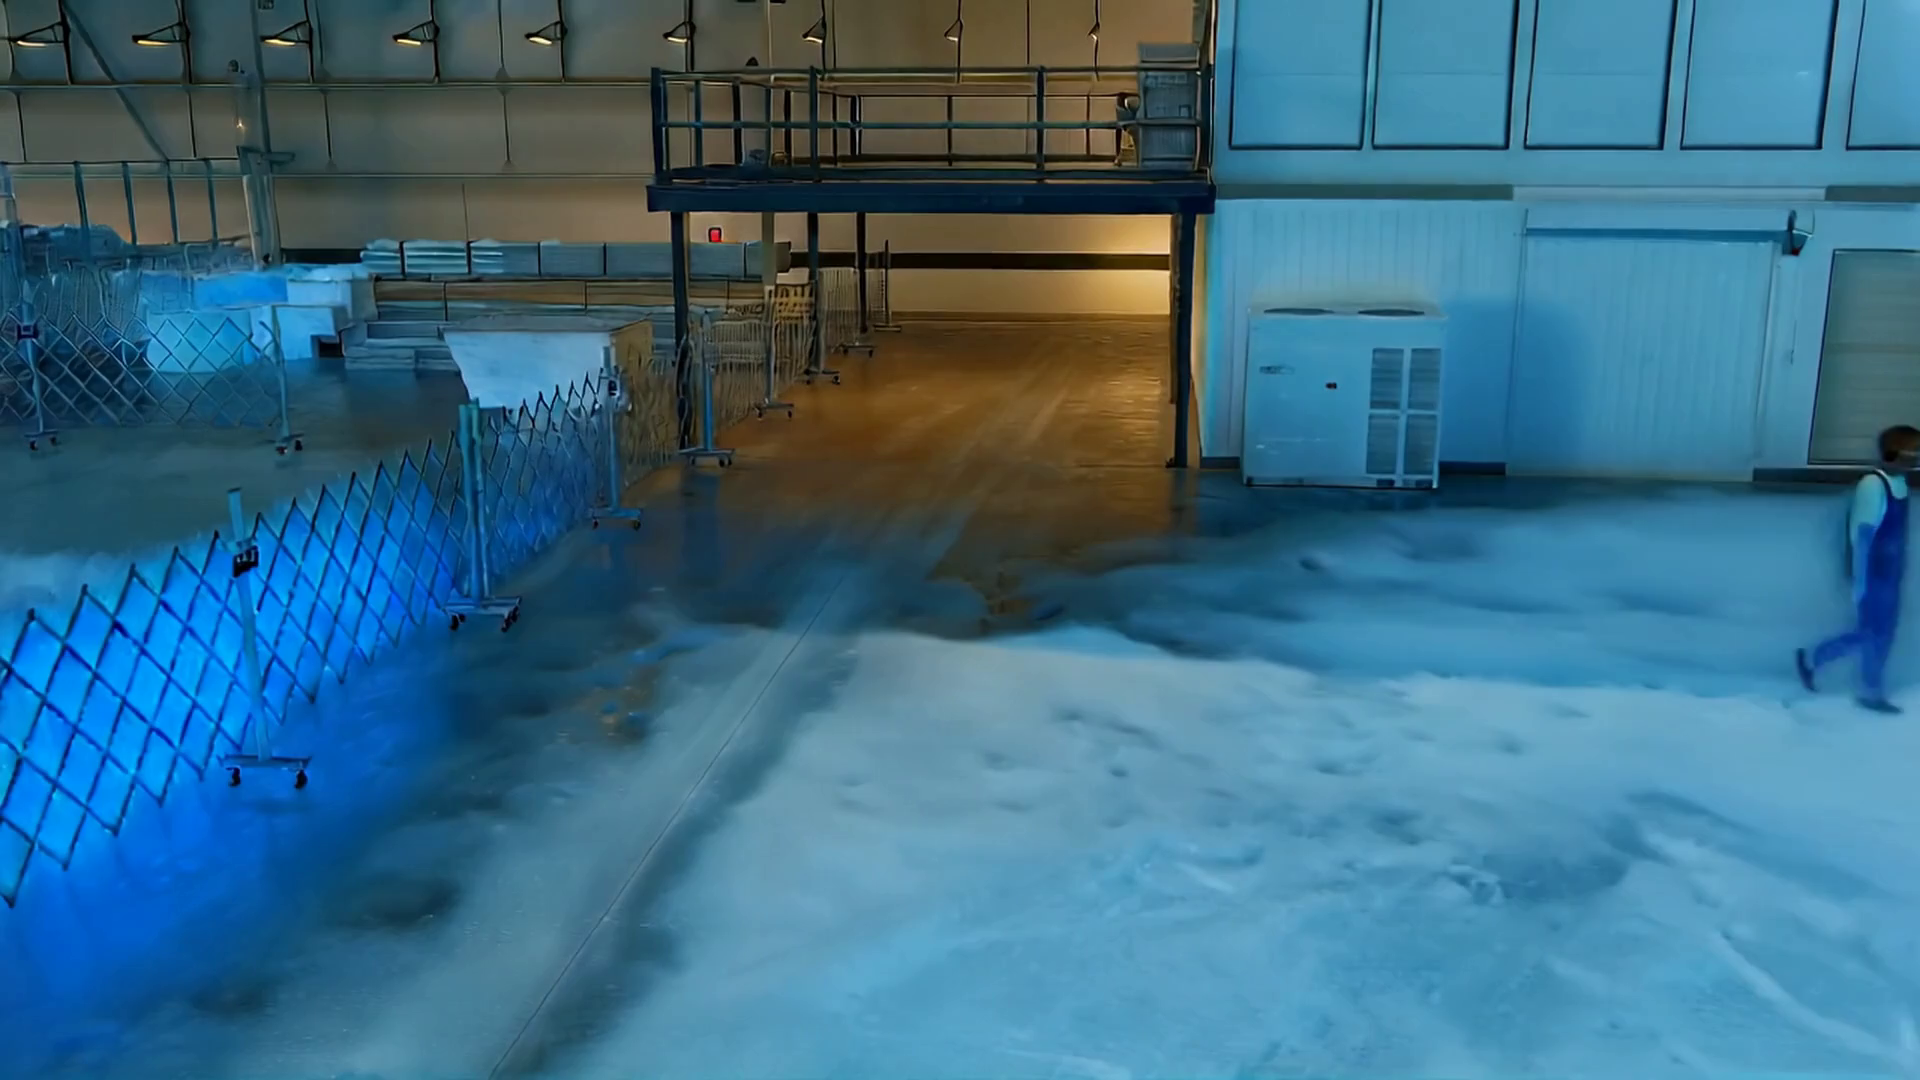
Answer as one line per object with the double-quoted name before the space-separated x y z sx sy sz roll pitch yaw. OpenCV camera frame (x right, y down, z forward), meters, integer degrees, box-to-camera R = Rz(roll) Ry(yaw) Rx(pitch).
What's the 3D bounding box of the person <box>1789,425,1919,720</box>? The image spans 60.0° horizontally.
"person" 5.572 0.183 10.230 0.532 1.831 0.585 -10 17 -35
